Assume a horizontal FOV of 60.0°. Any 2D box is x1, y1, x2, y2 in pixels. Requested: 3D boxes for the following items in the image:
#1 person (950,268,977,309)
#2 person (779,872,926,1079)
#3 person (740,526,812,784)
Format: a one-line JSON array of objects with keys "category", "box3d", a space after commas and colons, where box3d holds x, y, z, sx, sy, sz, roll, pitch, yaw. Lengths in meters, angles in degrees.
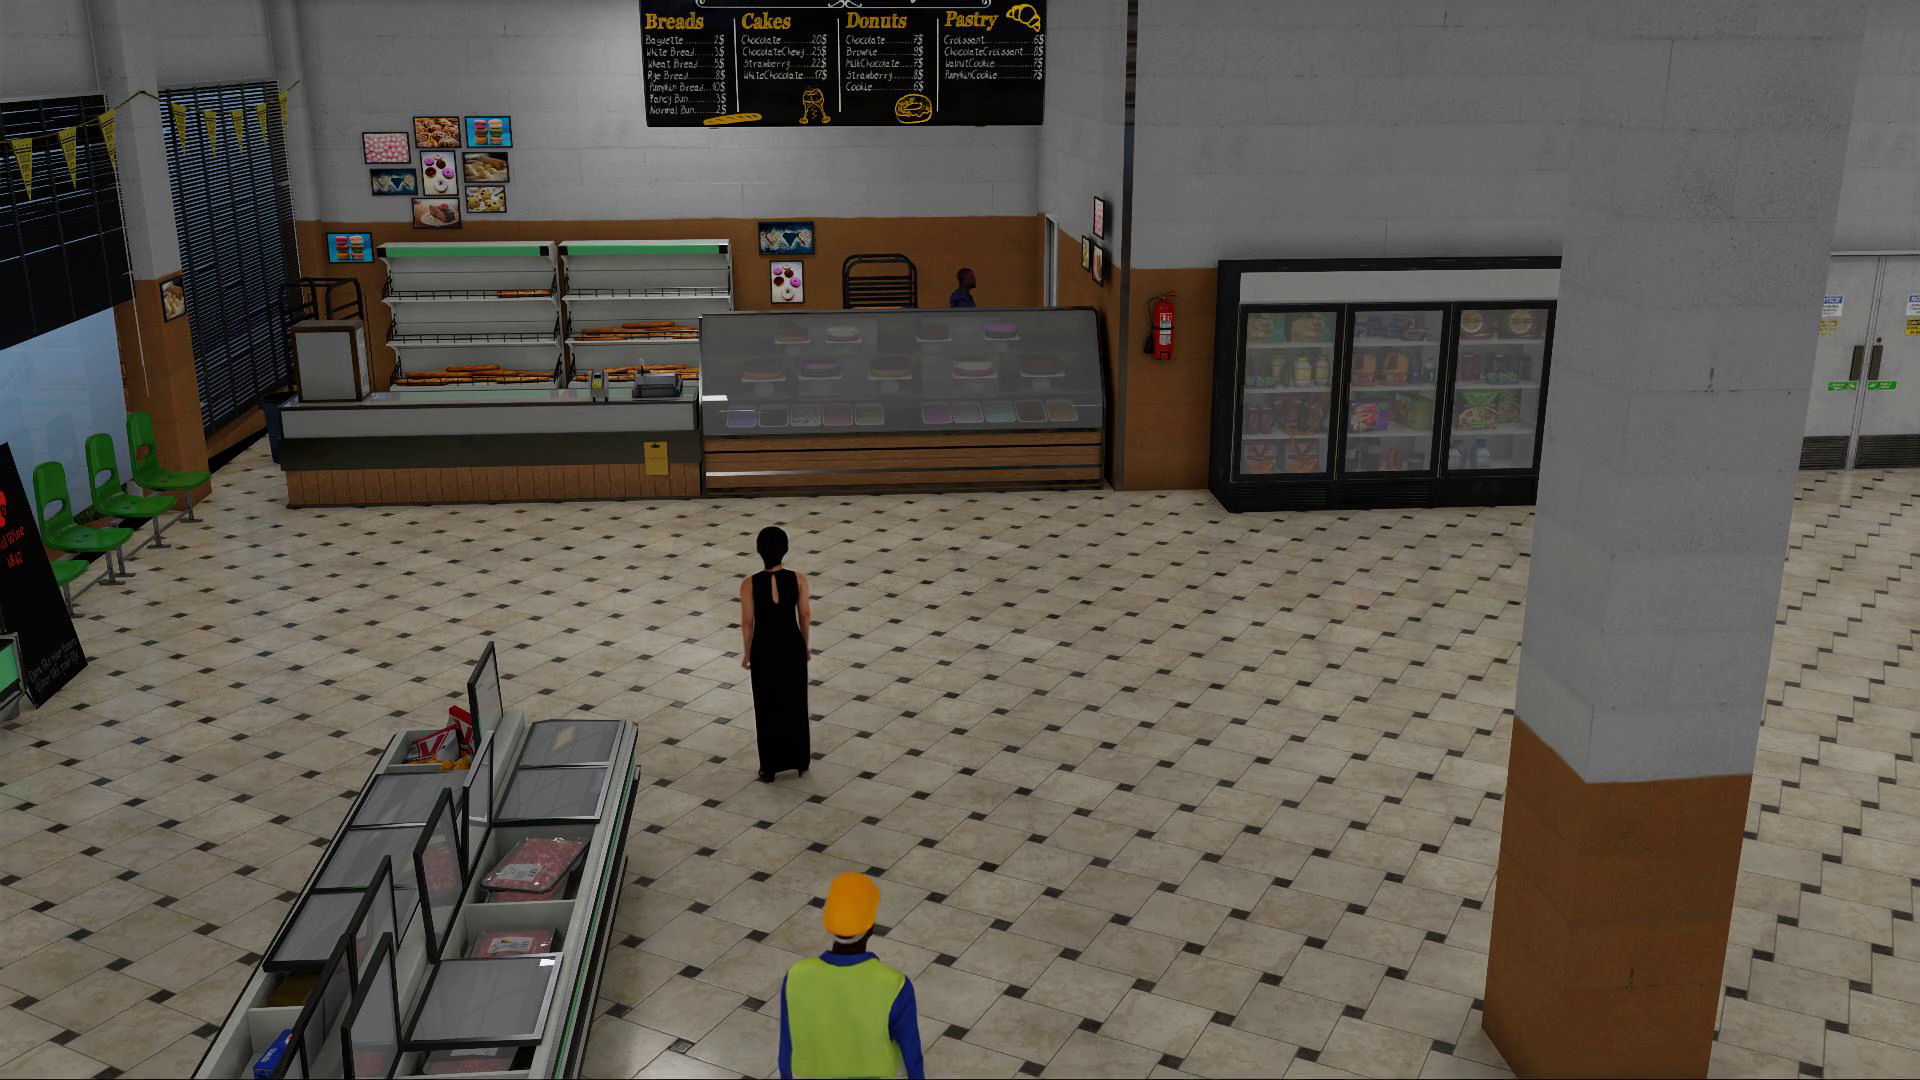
[{"category": "person", "box3d": [0.050, -2.277, 19.460, 0.729, 1.824, 0.529, -2, 17, -8]}, {"category": "person", "box3d": [-0.359, 1.956, 5.548, 0.715, 1.808, 0.668, 3, 17, 11]}, {"category": "person", "box3d": [-1.103, 0.694, 10.056, 0.617, 1.603, 0.572, -5, 18, -15]}]
